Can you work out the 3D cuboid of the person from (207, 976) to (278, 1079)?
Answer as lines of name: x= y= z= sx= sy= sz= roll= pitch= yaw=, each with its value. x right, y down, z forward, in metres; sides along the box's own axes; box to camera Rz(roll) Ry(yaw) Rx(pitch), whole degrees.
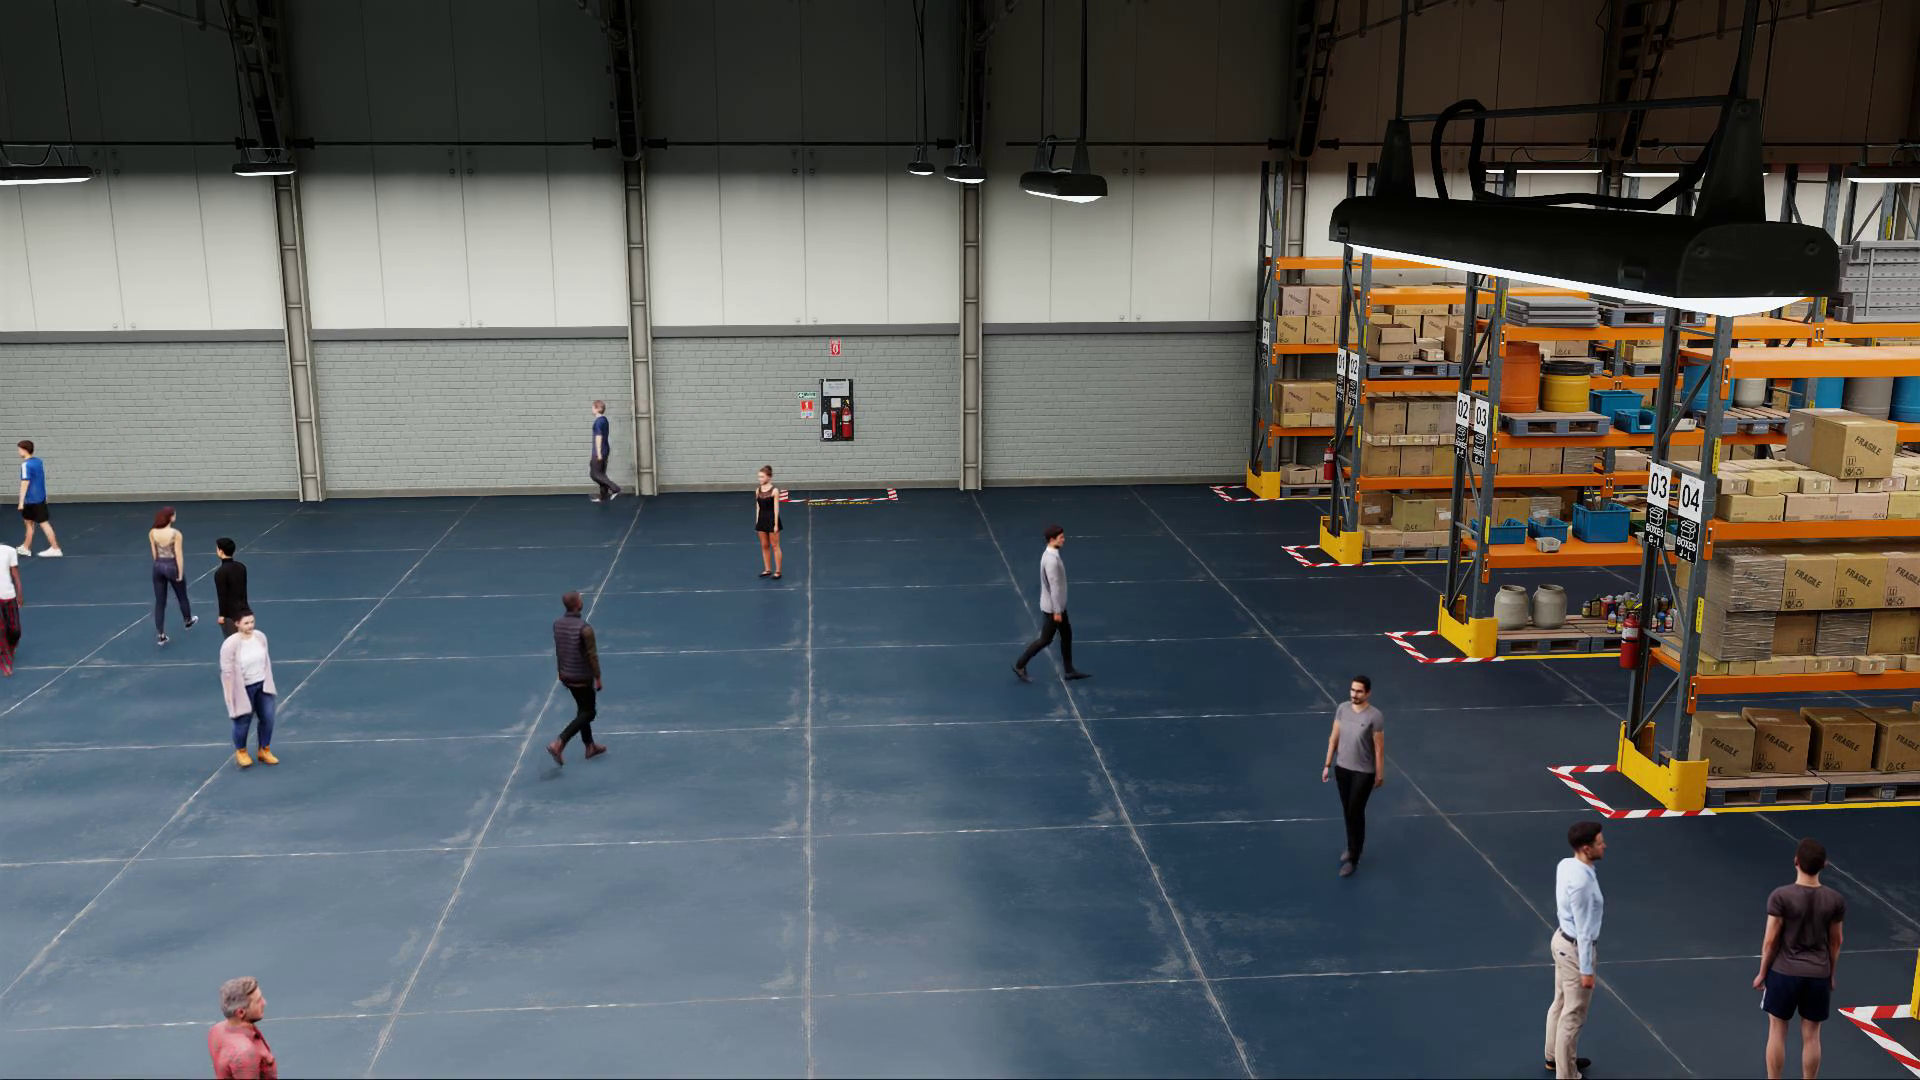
person: x=-3.944 y=3.264 z=9.002 sx=1.321 sy=1.786 sz=1.084 roll=-8 pitch=15 yaw=-31

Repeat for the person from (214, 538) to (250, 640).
person: x=-8.622 y=0.814 z=19.723 sx=0.647 sy=1.722 sz=0.709 roll=3 pitch=13 yaw=13

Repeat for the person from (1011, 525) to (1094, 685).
person: x=1.006 y=0.758 z=19.523 sx=1.259 sy=1.921 sz=0.889 roll=1 pitch=13 yaw=5

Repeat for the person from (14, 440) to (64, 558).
person: x=-14.175 y=-0.625 z=25.685 sx=1.065 sy=1.837 sz=0.800 roll=-3 pitch=13 yaw=-13

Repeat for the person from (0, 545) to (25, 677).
person: x=-11.565 y=0.695 z=20.032 sx=1.061 sy=1.815 sz=0.991 roll=-7 pitch=15 yaw=-28

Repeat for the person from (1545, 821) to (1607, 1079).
person: x=4.110 y=2.747 z=11.099 sx=0.656 sy=1.848 sz=0.686 roll=1 pitch=13 yaw=6

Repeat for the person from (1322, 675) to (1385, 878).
person: x=3.509 y=2.001 z=14.575 sx=0.980 sy=1.733 sz=0.890 roll=-11 pitch=17 yaw=-40

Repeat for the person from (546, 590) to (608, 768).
person: x=-3.918 y=1.425 z=16.880 sx=1.113 sy=1.815 sz=1.156 roll=9 pitch=16 yaw=35

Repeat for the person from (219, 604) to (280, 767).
person: x=-7.253 y=1.472 z=16.892 sx=0.902 sy=1.719 sz=0.847 roll=9 pitch=16 yaw=35

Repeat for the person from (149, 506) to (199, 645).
person: x=-10.123 y=0.490 z=21.165 sx=1.176 sy=1.702 sz=0.721 roll=0 pitch=13 yaw=-2

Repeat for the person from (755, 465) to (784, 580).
person: x=-2.810 y=-0.268 z=24.490 sx=0.672 sy=1.680 sz=0.751 roll=8 pitch=15 yaw=32

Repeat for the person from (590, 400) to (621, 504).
person: x=-6.321 y=-1.561 z=29.679 sx=0.825 sy=1.858 sz=0.723 roll=1 pitch=13 yaw=3

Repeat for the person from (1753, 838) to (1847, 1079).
person: x=5.432 y=2.820 z=10.770 sx=0.555 sy=1.853 sz=0.751 roll=2 pitch=13 yaw=7
